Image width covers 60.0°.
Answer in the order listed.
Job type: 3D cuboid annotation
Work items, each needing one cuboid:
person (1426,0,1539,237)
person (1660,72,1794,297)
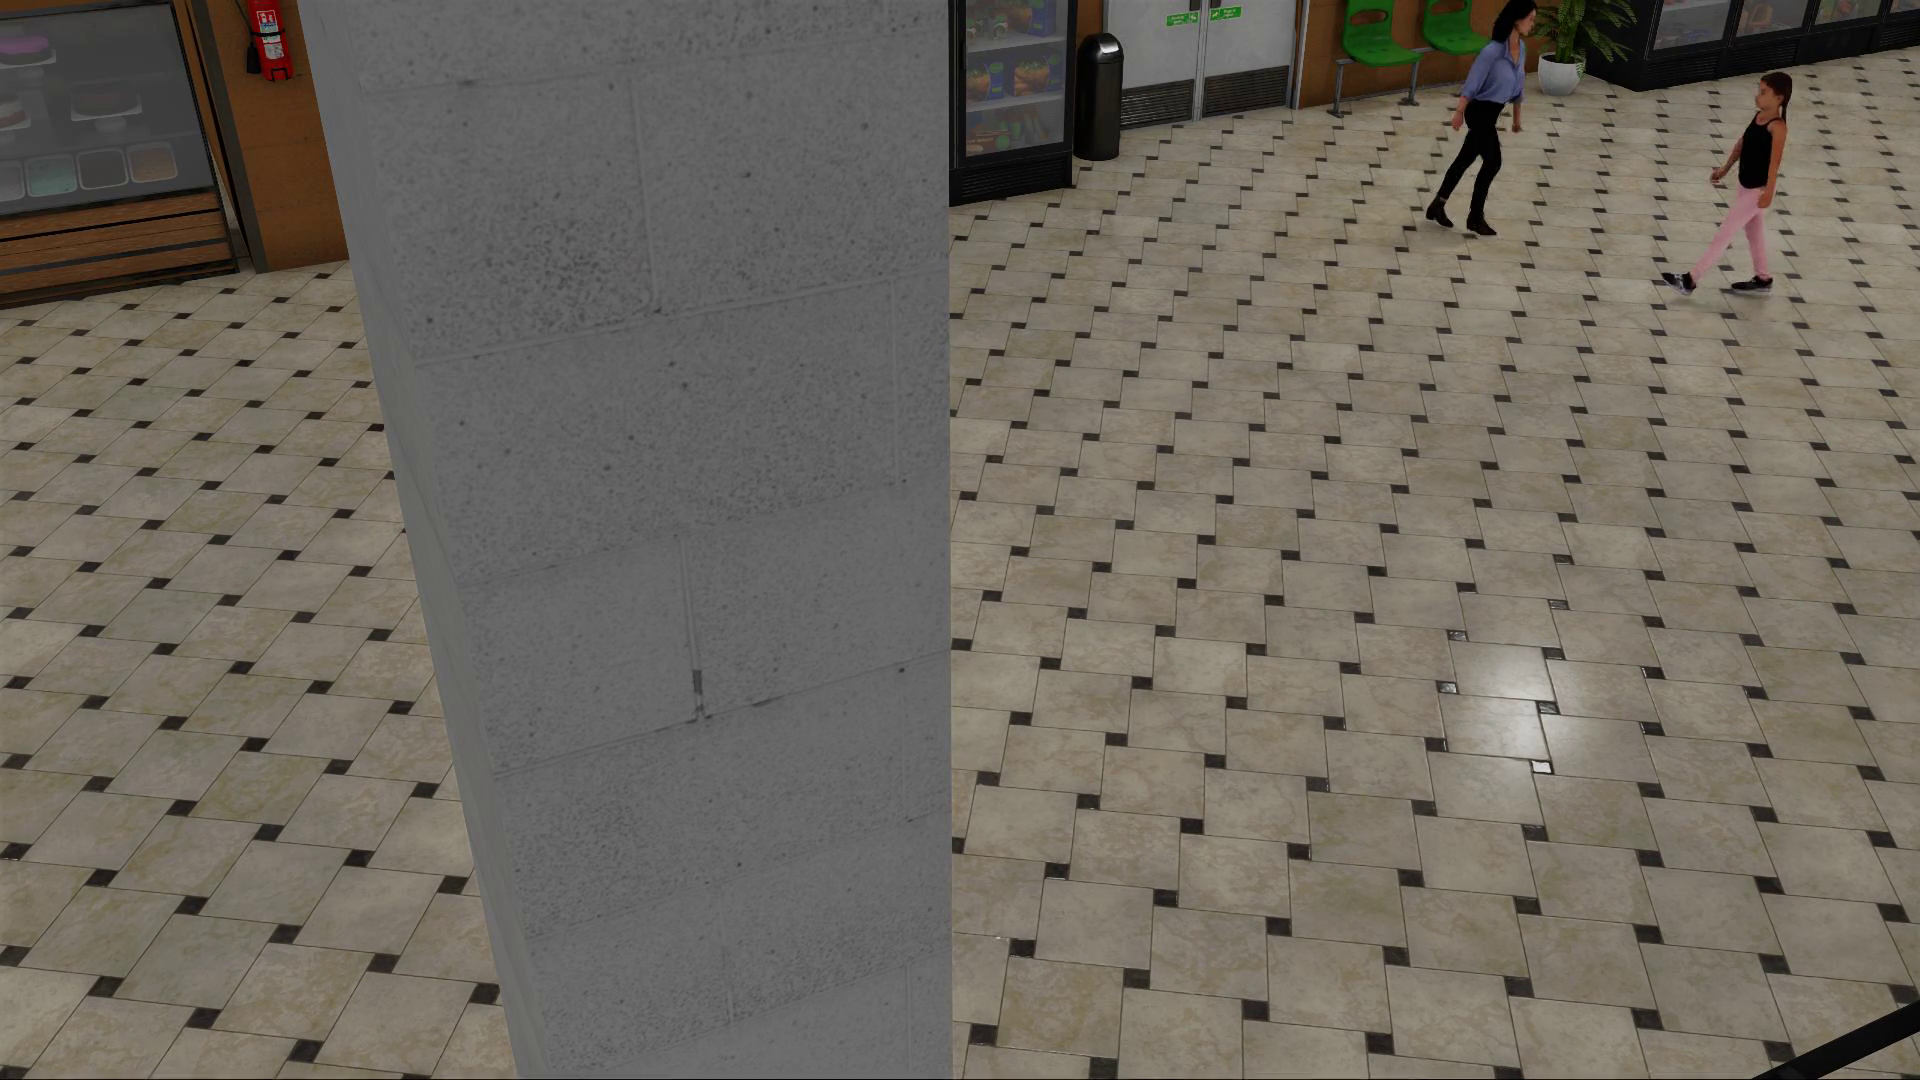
[{"bbox_3d":[3.694,-3.035,11.981,0.810,1.702,0.915,-21,38,-30],"label":"person"},{"bbox_3d":[5.303,-2.299,10.972,0.919,1.518,1.015,3,32,5],"label":"person"}]
